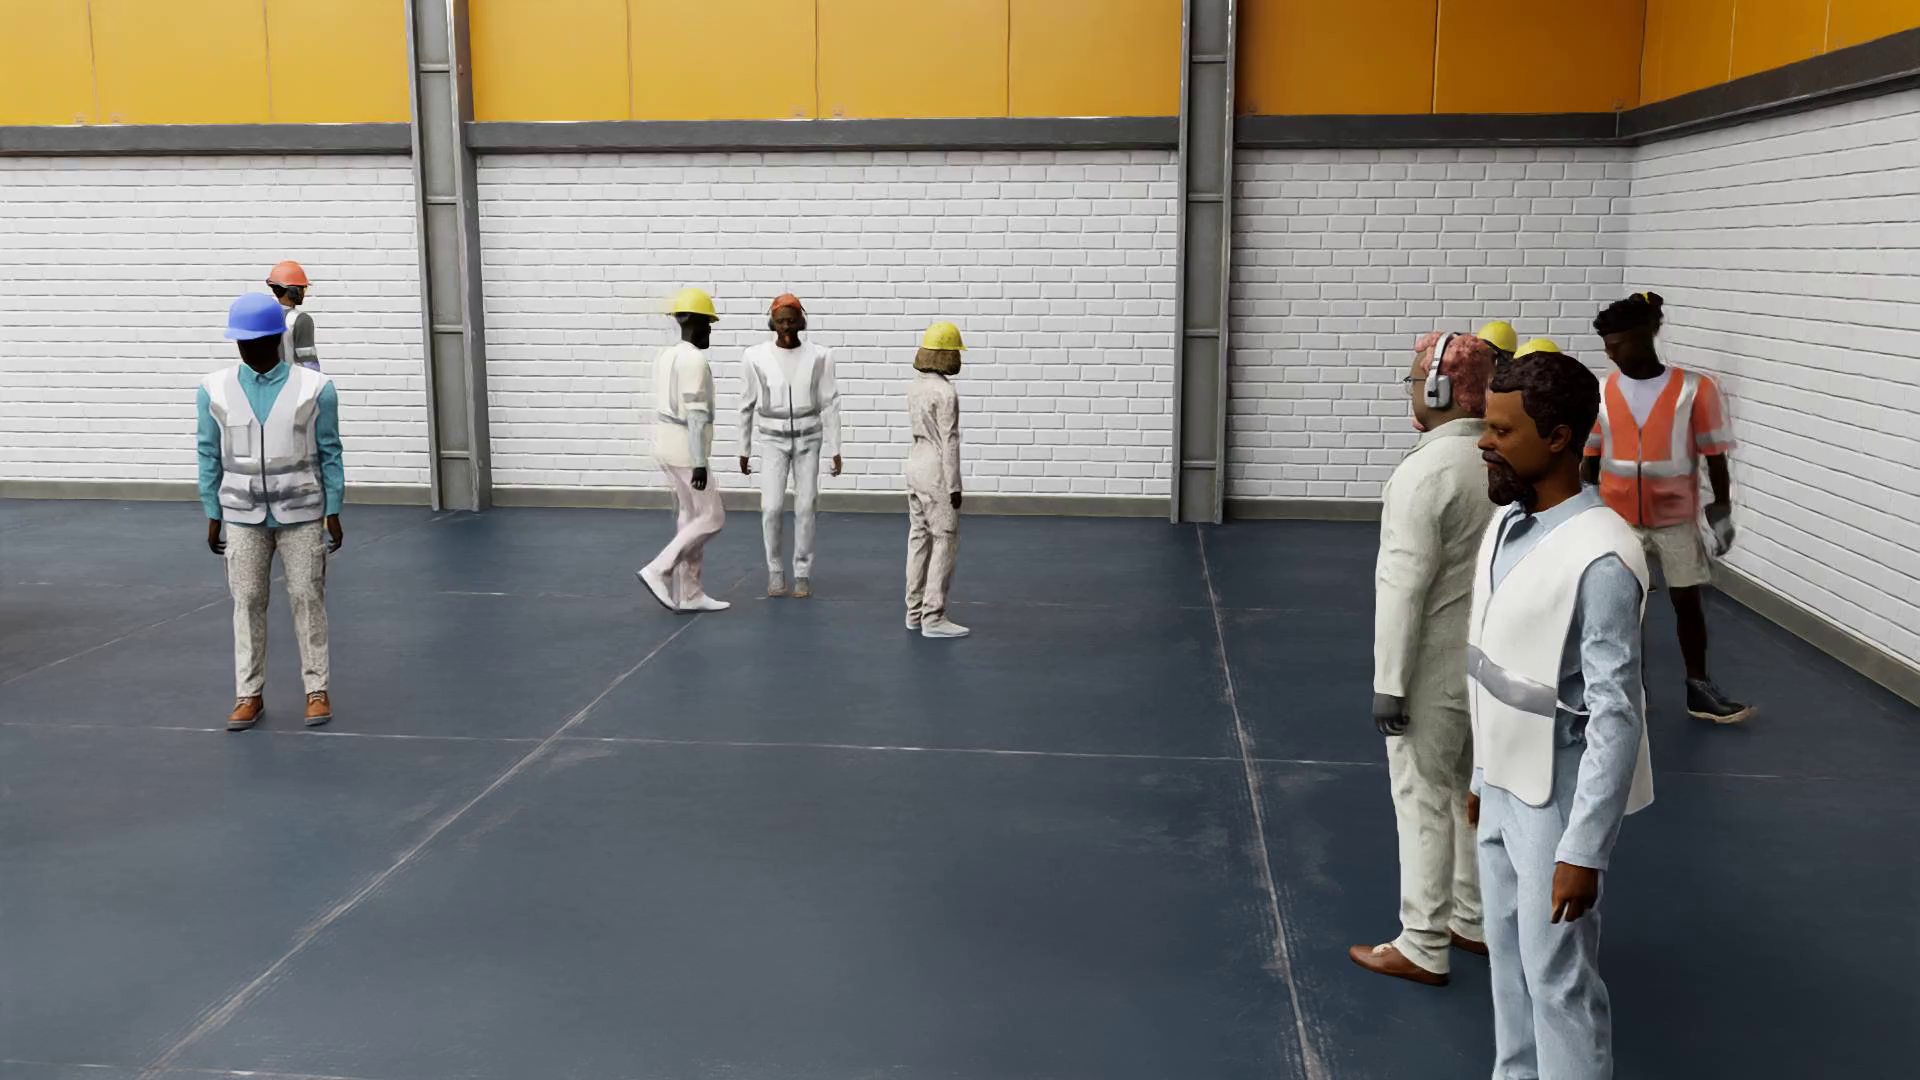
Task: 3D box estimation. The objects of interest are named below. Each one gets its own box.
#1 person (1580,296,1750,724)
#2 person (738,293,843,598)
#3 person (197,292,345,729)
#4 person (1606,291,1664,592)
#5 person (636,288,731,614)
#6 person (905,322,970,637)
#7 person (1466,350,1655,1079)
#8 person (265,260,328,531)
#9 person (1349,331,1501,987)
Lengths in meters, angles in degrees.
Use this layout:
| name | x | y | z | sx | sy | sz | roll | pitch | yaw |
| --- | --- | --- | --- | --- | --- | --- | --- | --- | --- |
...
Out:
| name | x | y | z | sx | sy | sz | roll | pitch | yaw |
| --- | --- | --- | --- | --- | --- | --- | --- | --- | --- |
| person | 3.167 | -0.119 | 7.444 | 0.808 | 1.919 | 0.393 | 6 | 12 | 33 |
| person | -1.027 | -0.560 | 10.109 | 0.614 | 1.865 | 0.474 | -2 | 10 | -9 |
| person | -3.052 | -0.123 | 7.401 | 0.606 | 1.940 | 0.409 | -2 | 10 | -12 |
| person | 4.193 | -0.614 | 10.419 | 0.309 | 1.868 | 0.535 | -1 | 10 | -4 |
| person | -1.595 | -0.502 | 9.672 | 0.509 | 1.903 | 0.630 | -4 | 11 | -22 |
| person | -0.121 | -0.334 | 9.217 | 0.332 | 1.733 | 0.485 | -5 | 11 | -28 |
| person | 1.259 | 0.556 | 3.578 | 0.386 | 1.918 | 0.590 | 0 | 10 | -2 |
| person | -5.016 | -1.071 | 12.533 | 0.608 | 2.045 | 0.391 | 6 | 11 | 30 |
| person | 1.404 | 0.344 | 4.871 | 0.642 | 1.899 | 0.403 | -8 | 13 | -40 |
